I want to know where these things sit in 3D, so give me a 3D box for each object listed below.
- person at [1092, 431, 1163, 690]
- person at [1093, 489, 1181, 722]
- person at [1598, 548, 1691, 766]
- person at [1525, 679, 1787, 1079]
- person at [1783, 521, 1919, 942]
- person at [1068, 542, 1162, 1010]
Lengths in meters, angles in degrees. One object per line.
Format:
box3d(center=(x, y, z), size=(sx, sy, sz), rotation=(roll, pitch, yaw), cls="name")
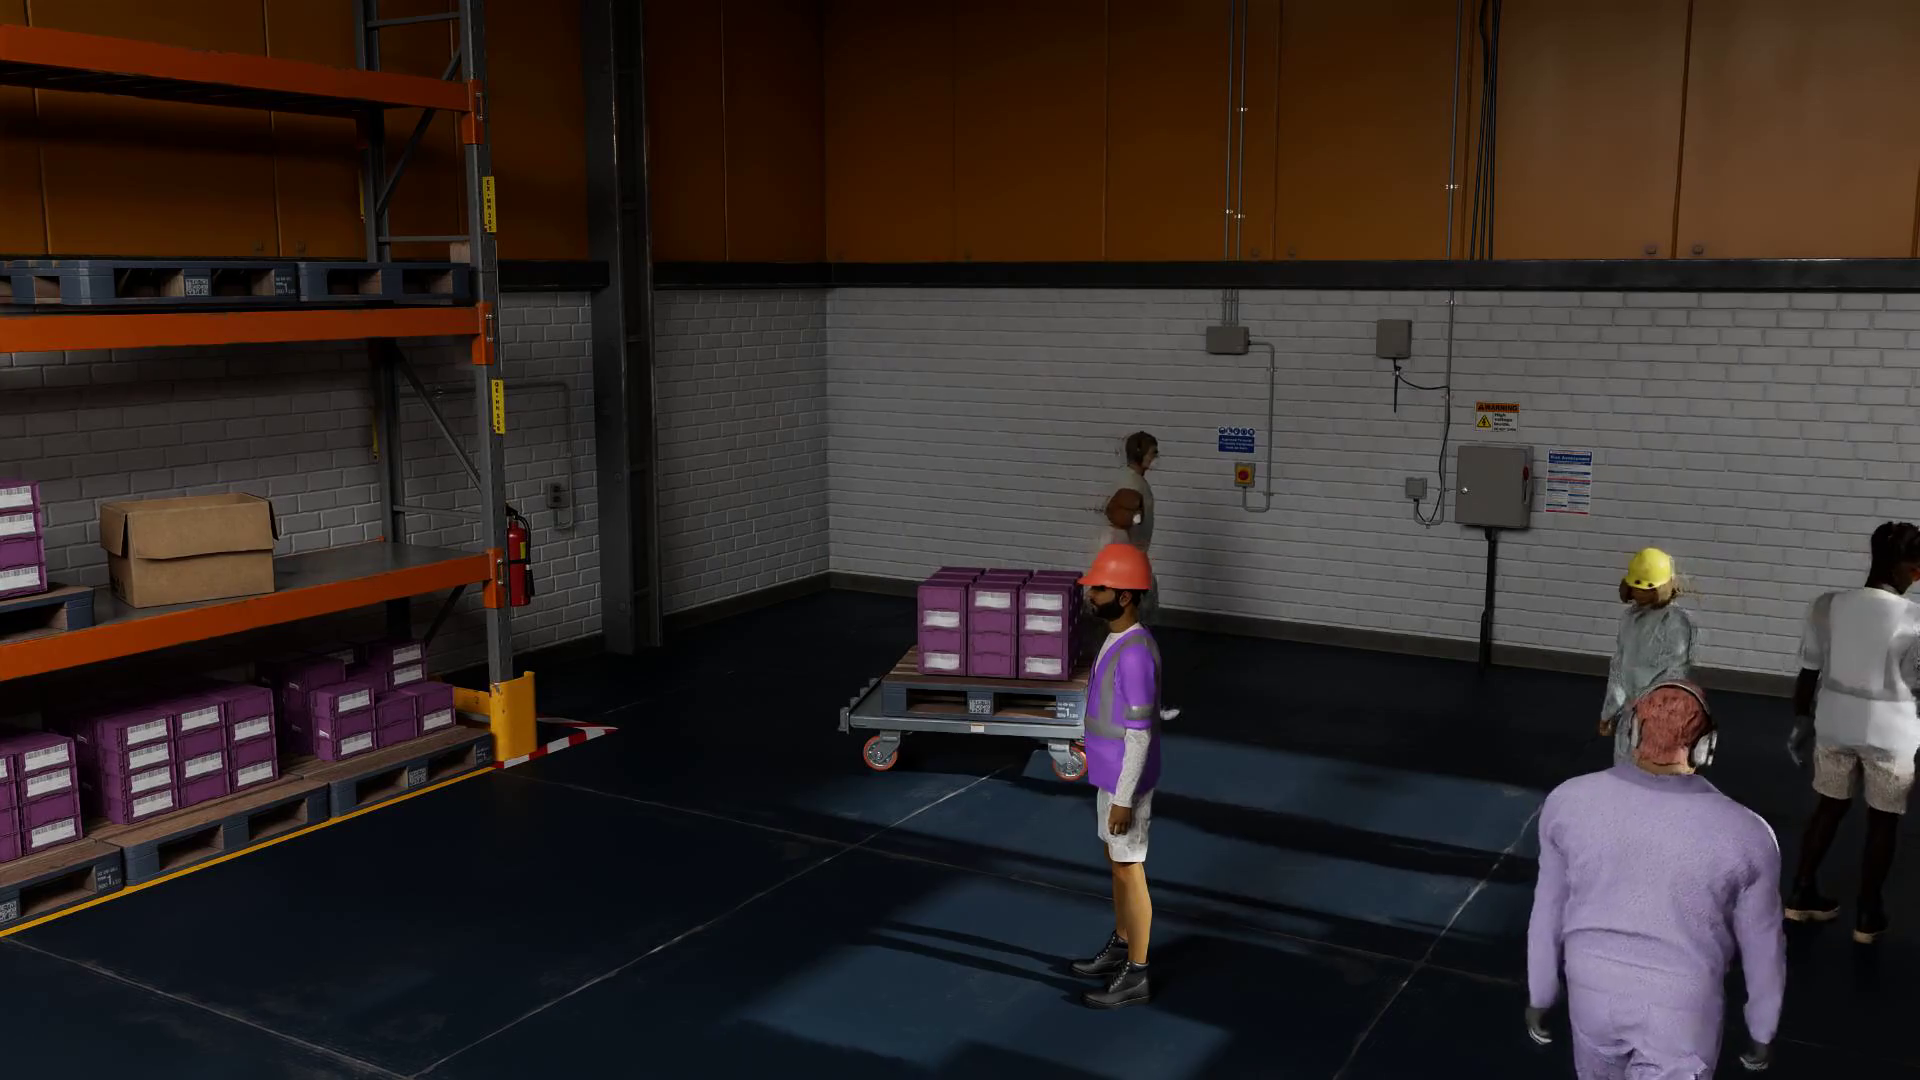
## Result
box3d(center=(1.222, 0.168, 11.977), size=(0.487, 1.923, 0.634), rotation=(1, 9, 5), cls="person")
box3d(center=(1.135, 0.447, 11.213), size=(0.807, 1.584, 0.522), rotation=(4, 10, 25), cls="person")
box3d(center=(3.343, 0.880, 8.095), size=(0.390, 1.725, 0.547), rotation=(-1, 9, -9), cls="person")
box3d(center=(2.049, 1.325, 4.870), size=(0.671, 1.871, 0.852), rotation=(7, 11, 37), cls="person")
box3d(center=(4.153, 0.865, 7.536), size=(0.511, 1.938, 0.649), rotation=(-6, 11, -35), cls="person")
box3d(center=(0.651, 0.967, 6.897), size=(0.352, 1.942, 0.545), rotation=(-1, 9, -4), cls="person")
